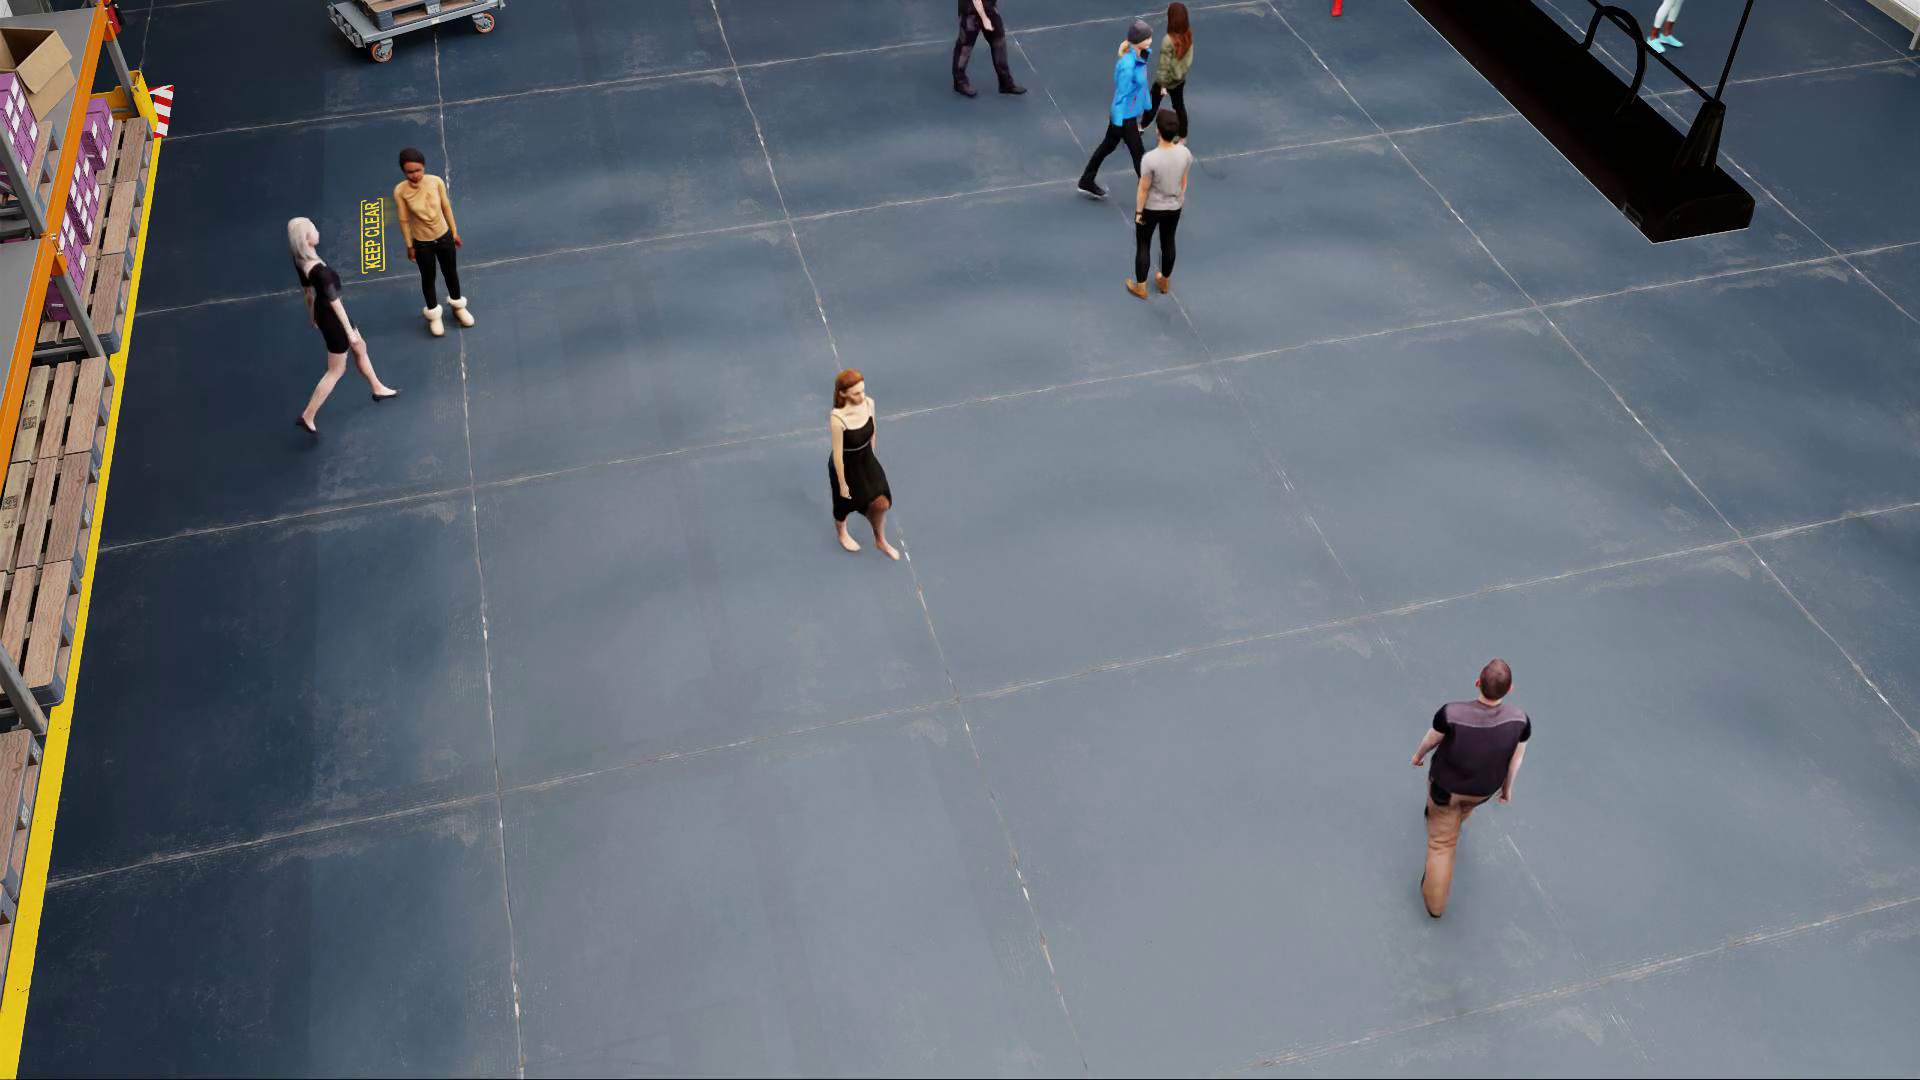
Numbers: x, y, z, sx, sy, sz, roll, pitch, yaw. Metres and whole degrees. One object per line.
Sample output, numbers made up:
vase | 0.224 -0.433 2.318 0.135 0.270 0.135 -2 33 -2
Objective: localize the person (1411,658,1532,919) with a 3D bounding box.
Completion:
person | 2.840 1.432 9.370 0.959 1.787 1.257 4 44 4

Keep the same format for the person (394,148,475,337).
person | -4.303 -2.453 13.540 0.662 1.659 0.631 -23 48 -22

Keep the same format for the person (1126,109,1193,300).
person | 1.680 -2.776 13.834 0.598 1.722 0.542 -11 45 -11

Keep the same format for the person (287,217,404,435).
person | -4.805 -1.579 12.522 1.034 1.798 1.159 -33 53 -30

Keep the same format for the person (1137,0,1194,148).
person | 2.047 -4.307 15.643 1.043 1.443 0.896 34 53 30

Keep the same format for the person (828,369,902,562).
person | -0.805 -0.558 11.590 0.762 1.605 0.872 -29 51 -27

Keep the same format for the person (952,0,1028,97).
person | 0.096 -5.214 16.324 1.131 1.818 1.045 25 49 24

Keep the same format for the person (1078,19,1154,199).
person | 1.391 -3.811 14.898 1.125 1.753 1.202 14 45 14
